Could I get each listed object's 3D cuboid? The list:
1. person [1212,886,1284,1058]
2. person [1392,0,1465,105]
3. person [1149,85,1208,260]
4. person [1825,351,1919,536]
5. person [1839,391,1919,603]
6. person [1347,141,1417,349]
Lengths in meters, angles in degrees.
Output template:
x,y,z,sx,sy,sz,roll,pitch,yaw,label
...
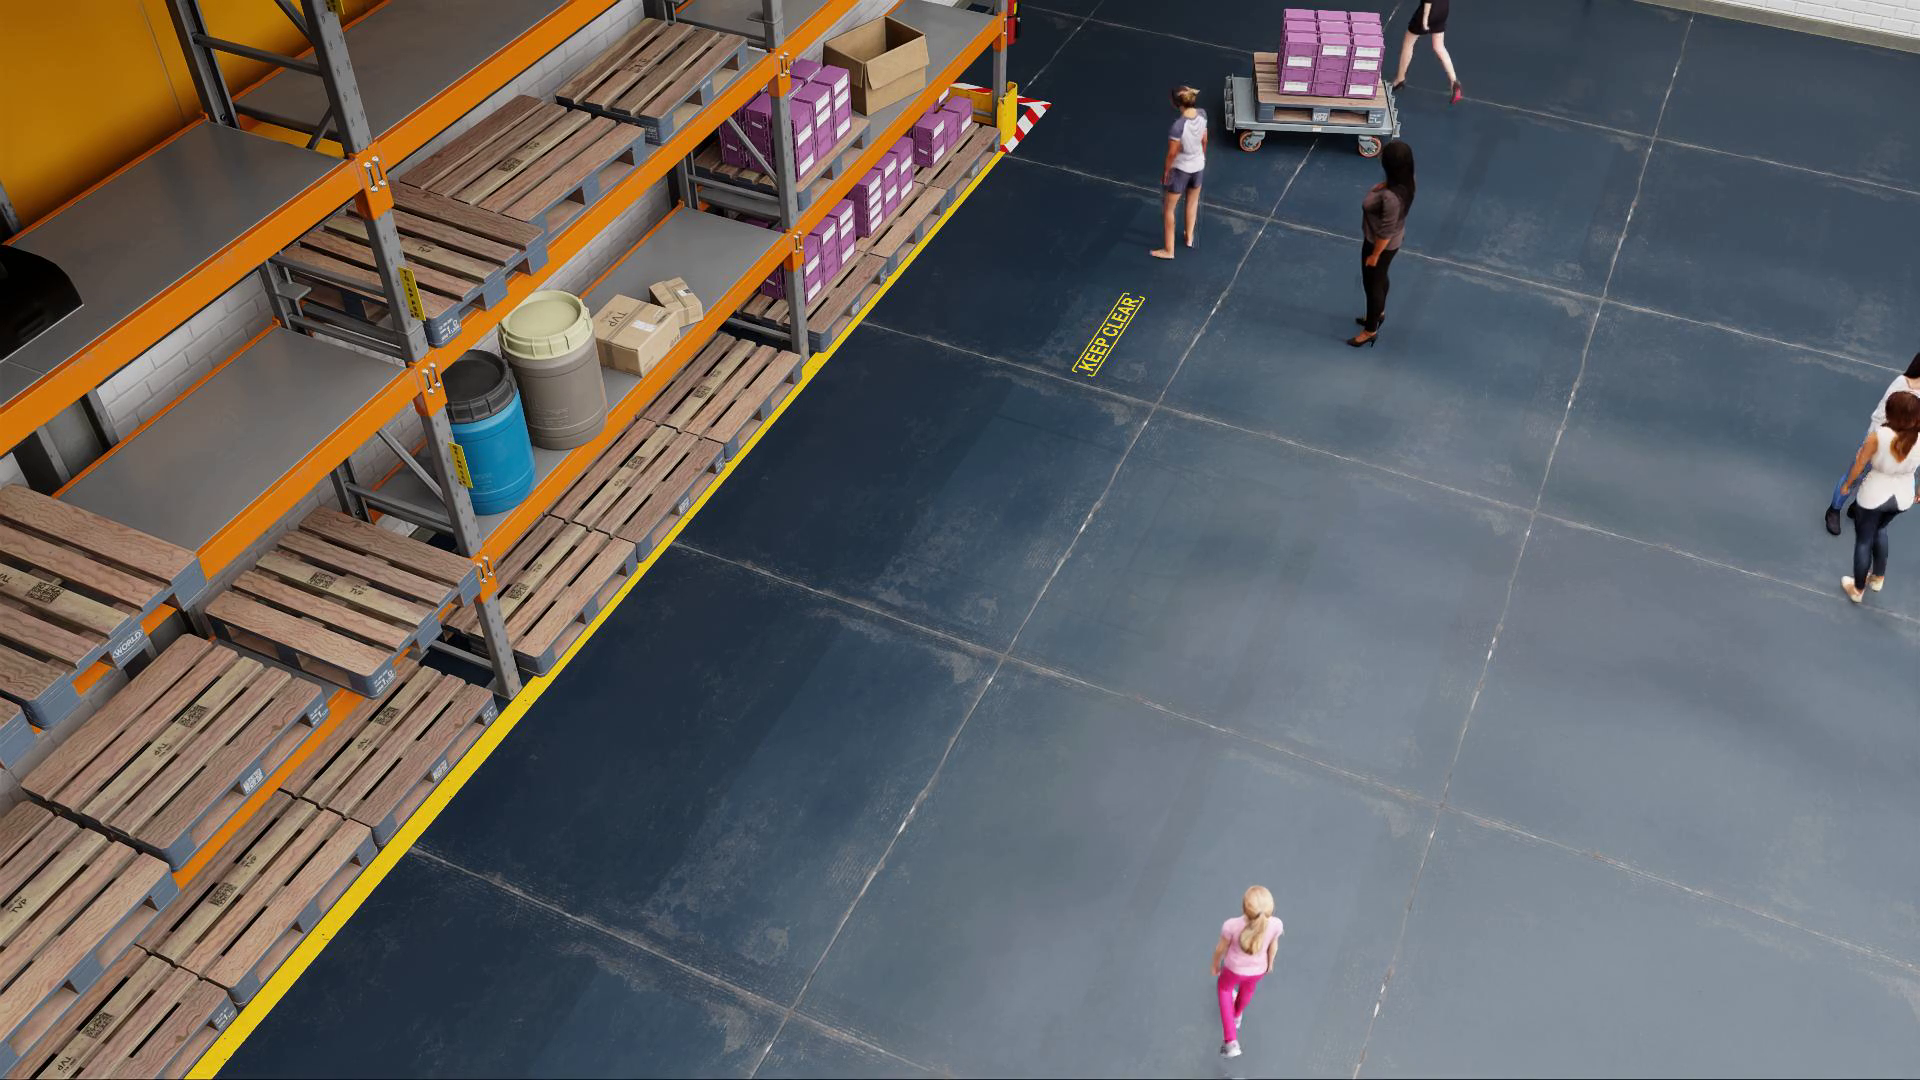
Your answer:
x,y,z,sx,sy,sz,roll,pitch,yaw,label
1.527,2.308,8.868,0.672,1.263,0.819,0,44,0,person
4.680,-5.081,16.255,1.106,1.772,0.975,-29,51,-27,person
1.973,-3.227,14.427,0.675,1.609,0.825,-14,45,-14,person
6.575,-0.717,11.775,0.678,1.633,0.692,-6,44,-6,person
6.267,-0.258,11.217,0.773,1.738,0.732,10,45,11,person
3.412,-2.378,13.370,0.688,1.838,0.512,18,46,18,person
